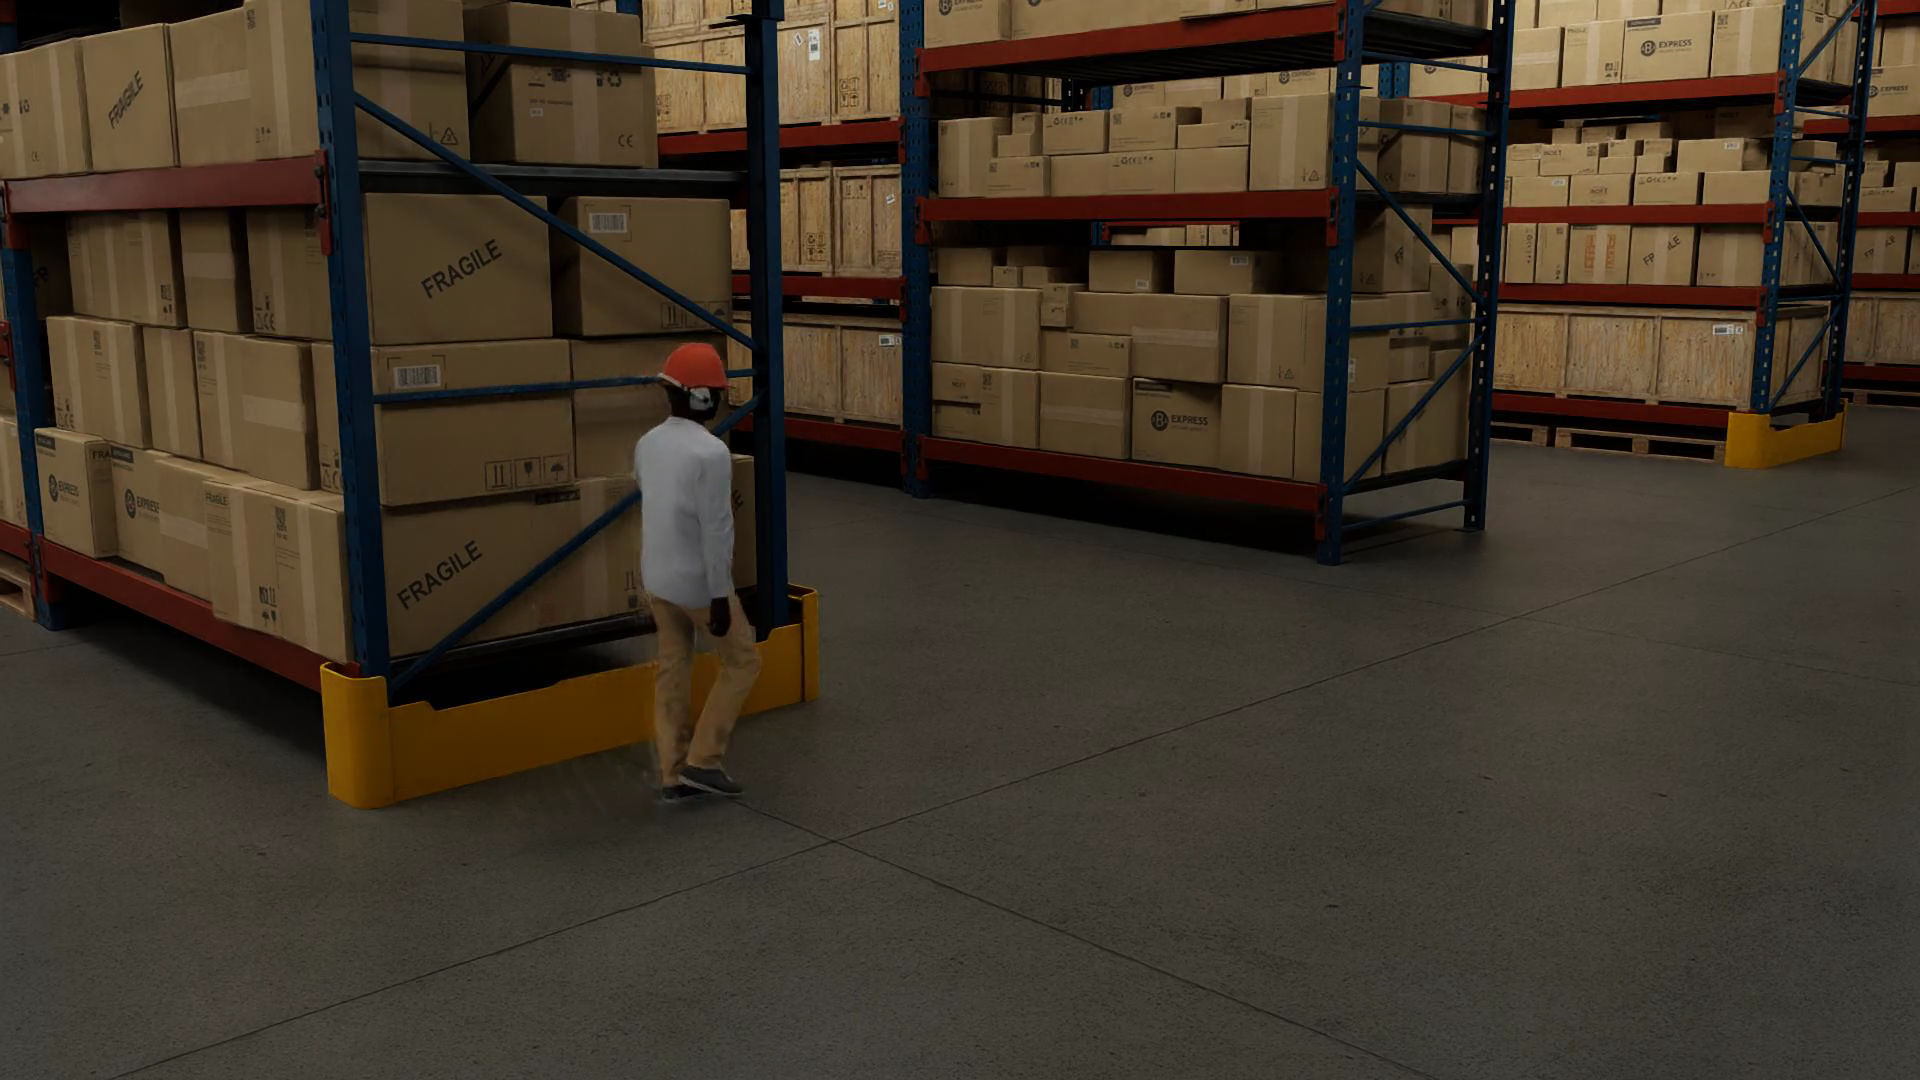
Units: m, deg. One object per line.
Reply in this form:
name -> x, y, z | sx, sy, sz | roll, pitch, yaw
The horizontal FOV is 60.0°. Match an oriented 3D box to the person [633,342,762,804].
person -> -0.973, 0.133, 6.227 | 0.418, 1.734, 0.593 | -10, 14, -42
